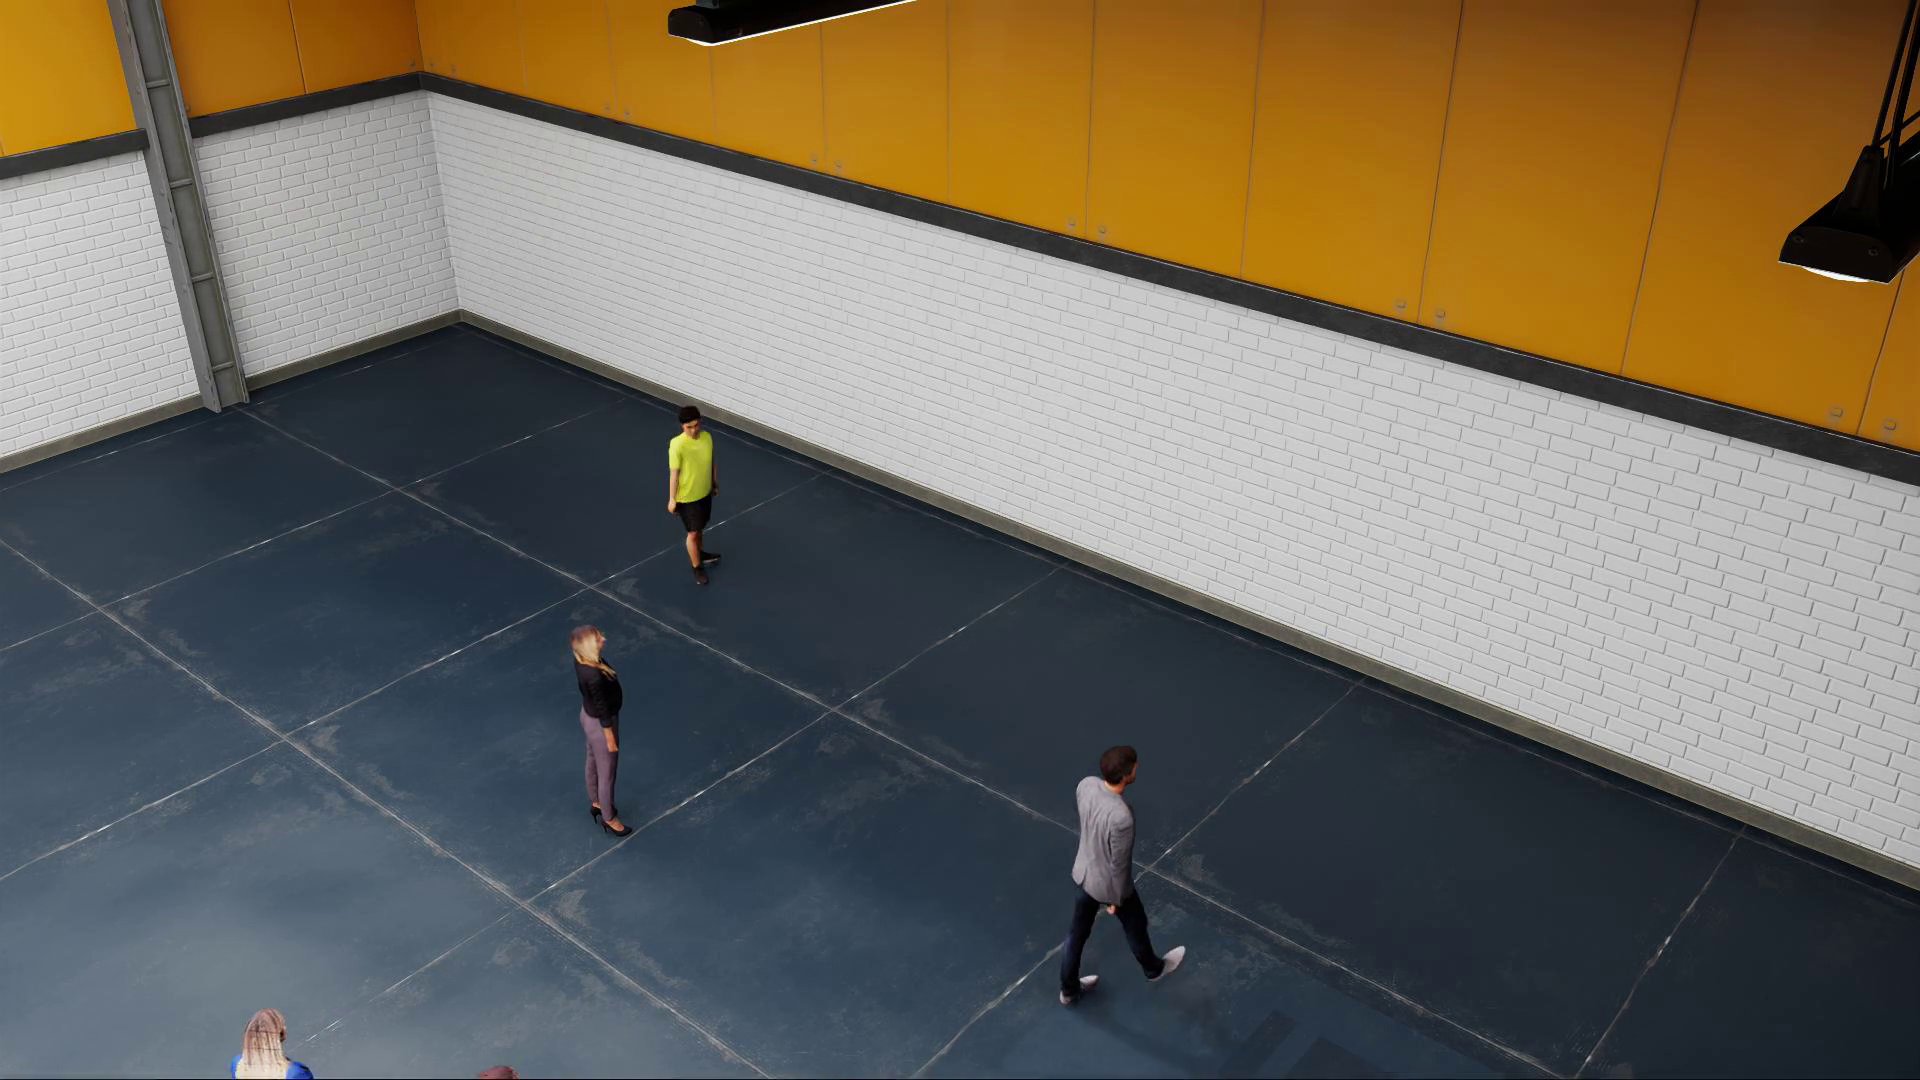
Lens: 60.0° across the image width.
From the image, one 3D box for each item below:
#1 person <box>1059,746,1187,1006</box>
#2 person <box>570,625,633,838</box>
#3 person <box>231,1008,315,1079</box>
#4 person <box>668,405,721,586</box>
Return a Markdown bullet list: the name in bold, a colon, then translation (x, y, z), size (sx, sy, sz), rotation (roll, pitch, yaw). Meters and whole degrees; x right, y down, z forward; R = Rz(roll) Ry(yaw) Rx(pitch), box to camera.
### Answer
- **person**: translation (0.804, 2.047, 9.931), size (1.130, 1.838, 0.857), rotation (-20, 34, -32)
- **person**: translation (-2.498, 1.304, 11.467), size (0.637, 1.672, 0.659), rotation (-15, 32, -26)
- **person**: translation (-3.365, 3.091, 8.178), size (0.744, 1.683, 0.779), rotation (7, 29, 12)
- **person**: translation (-2.381, -0.445, 14.657), size (0.832, 1.687, 0.634), rotation (13, 31, 22)
